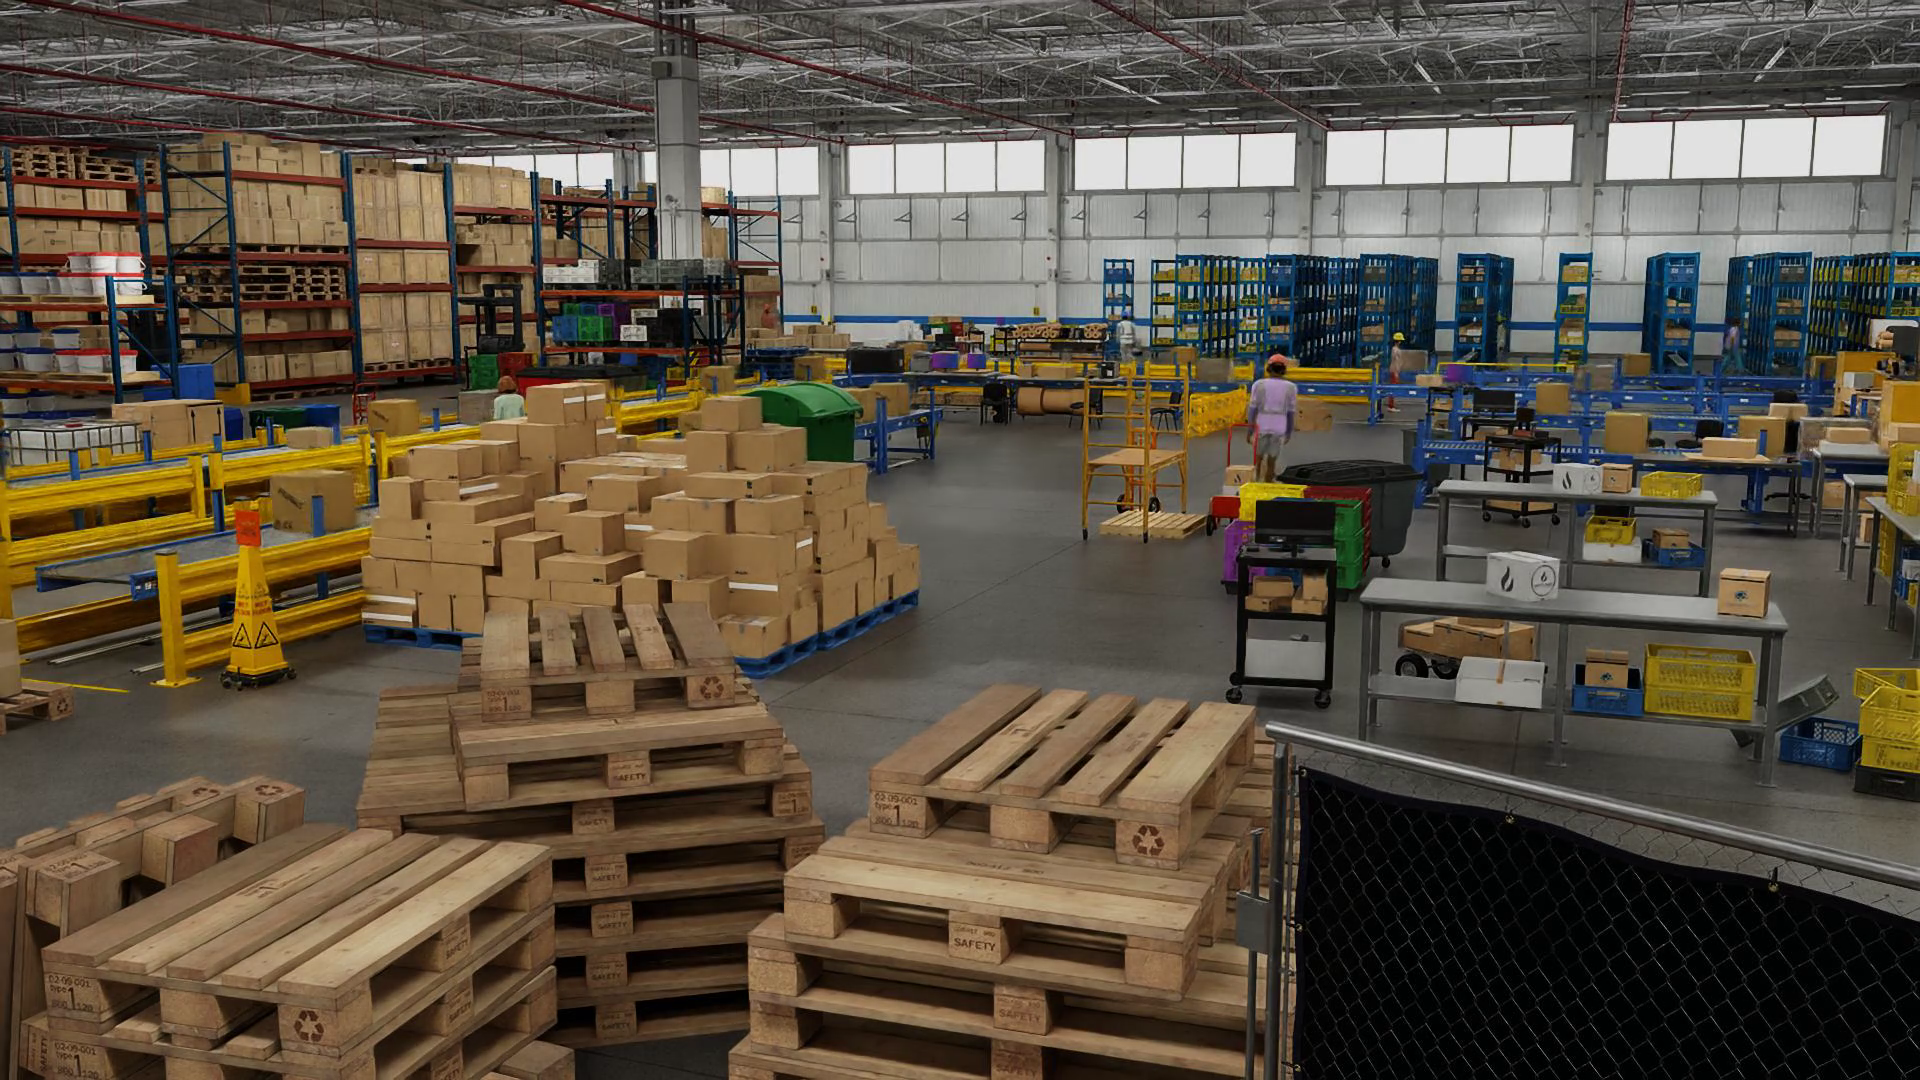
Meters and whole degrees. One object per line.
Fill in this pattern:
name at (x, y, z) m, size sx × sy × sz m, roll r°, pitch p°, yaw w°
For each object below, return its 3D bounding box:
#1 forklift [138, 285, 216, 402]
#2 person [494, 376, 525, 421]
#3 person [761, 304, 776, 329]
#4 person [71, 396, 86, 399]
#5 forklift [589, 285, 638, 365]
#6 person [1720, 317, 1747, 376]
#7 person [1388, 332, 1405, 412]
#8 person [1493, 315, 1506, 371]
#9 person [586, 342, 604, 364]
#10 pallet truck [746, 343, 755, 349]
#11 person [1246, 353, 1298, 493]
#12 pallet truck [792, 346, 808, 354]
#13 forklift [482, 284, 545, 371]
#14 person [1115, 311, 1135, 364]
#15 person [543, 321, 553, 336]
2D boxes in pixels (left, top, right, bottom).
forklift at (-17.480, -4.200, 36.461) m, size 1.873 × 2.768 × 1.129 m, roll 3°, pitch 10°, yaw 19°
person at (-6.332, -1.496, 23.420) m, size 0.286 × 1.625 × 0.497 m, roll 7°, pitch 11°, yaw 36°
person at (-7.109, -7.786, 61.847) m, size 0.622 × 1.970 × 0.859 m, roll 4°, pitch 10°, yaw 21°
person at (-21.673, -4.350, 40.744) m, size 0.624 × 1.810 × 0.430 m, roll 6°, pitch 11°, yaw 32°
forklift at (-10.126, -5.965, 47.544) m, size 1.129 × 2.768 × 1.873 m, roll 3°, pitch 10°, yaw 20°
person at (22.820, -5.631, 48.848) m, size 0.973 × 1.794 × 0.577 m, roll 3°, pitch 10°, yaw 18°
person at (9.701, -3.722, 36.950) m, size 0.320 × 1.767 × 0.534 m, roll 2°, pitch 9°, yaw 14°
person at (16.500, -5.990, 51.021) m, size 0.437 × 1.815 × 0.625 m, roll 3°, pitch 9°, yaw 17°
person at (-9.777, -4.893, 44.551) m, size 0.552 × 1.671 × 0.683 m, roll -1°, pitch 9°, yaw -7°
pallet truck at (-6.183, -4.618, 44.264) m, size 1.601 × 1.201 × 0.680 m, roll -9°, pitch 12°, yaw -43°
person at (4.120, -1.459, 22.012) m, size 0.652 × 2.006 × 0.503 m, roll 1°, pitch 9°, yaw 6°
pallet truck at (-3.705, -4.298, 42.022) m, size 0.653 × 1.274 × 1.630 m, roll 3°, pitch 10°, yaw 20°
forklift at (-10.832, -4.702, 39.610) m, size 1.129 × 2.768 × 1.873 m, roll 3°, pitch 10°, yaw 20°
person at (5.154, -6.173, 51.879) m, size 0.606 × 1.921 × 0.526 m, roll -4°, pitch 10°, yaw -23°
person at (-11.924, -5.530, 48.439) m, size 0.536 × 1.722 × 0.898 m, roll 3°, pitch 10°, yaw 18°
